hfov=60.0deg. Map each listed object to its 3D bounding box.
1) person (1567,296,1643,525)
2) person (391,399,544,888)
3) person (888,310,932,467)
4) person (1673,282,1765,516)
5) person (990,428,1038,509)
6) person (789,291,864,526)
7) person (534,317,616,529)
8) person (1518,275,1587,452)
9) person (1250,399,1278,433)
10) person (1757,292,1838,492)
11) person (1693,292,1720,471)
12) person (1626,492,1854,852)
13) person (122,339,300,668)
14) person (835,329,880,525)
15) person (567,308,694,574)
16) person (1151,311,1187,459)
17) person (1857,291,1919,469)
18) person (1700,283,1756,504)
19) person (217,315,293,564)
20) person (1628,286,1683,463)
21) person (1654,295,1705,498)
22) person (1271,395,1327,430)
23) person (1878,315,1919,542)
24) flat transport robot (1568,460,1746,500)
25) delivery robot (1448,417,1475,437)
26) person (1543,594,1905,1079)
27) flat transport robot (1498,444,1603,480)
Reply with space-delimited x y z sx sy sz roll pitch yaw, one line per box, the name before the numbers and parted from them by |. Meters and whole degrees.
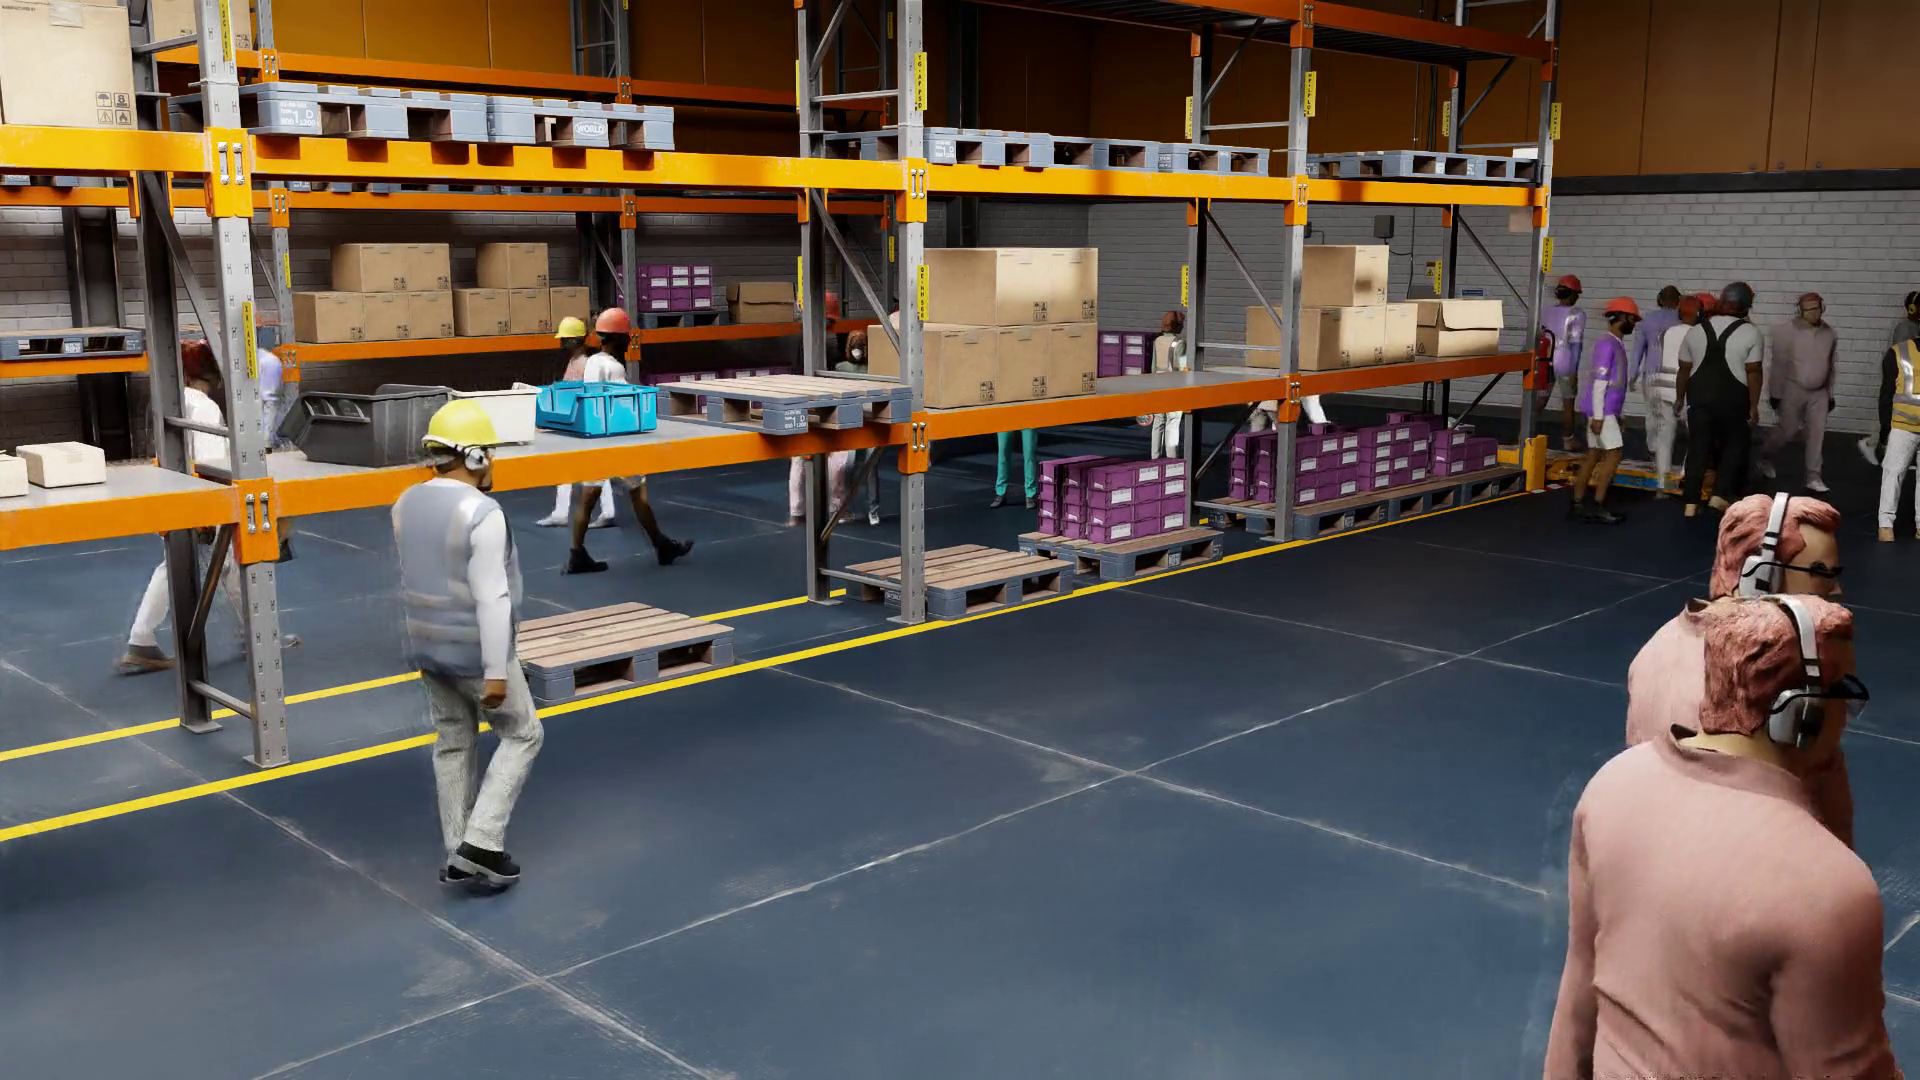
person | 5.414 -1.080 13.926 0.558 1.896 0.583 4 11 22
person | -1.807 0.393 6.115 0.589 1.815 0.419 7 12 33
person | -0.491 -1.706 17.260 0.644 1.917 0.583 3 11 17
person | 6.518 -1.219 14.292 0.612 2.000 0.805 -10 14 -43
person | 0.512 -1.145 14.639 0.526 1.768 0.331 2 11 13
person | -1.105 -1.081 13.795 0.740 1.943 0.613 -6 12 -31
person | -3.183 -0.932 13.558 0.763 1.738 0.549 -5 12 -25
person | 6.525 -1.918 18.285 1.027 1.988 0.631 -8 13 -37
person | 2.966 -1.241 15.596 0.513 1.610 0.702 10 14 43
person | 7.995 -1.421 15.841 0.668 1.884 0.756 -1 10 -7
person | 7.024 -1.361 15.516 0.754 1.904 0.619 -5 11 -25
person | 1.586 0.846 3.411 0.402 1.904 0.639 1 10 3
person | -4.283 -0.197 9.309 0.594 1.845 0.973 9 14 40
person | -0.838 -0.936 13.857 0.507 1.631 0.266 0 10 0
person | -2.429 -0.714 11.952 0.971 1.884 0.552 -8 13 -39
person | 2.146 -1.516 17.014 0.312 1.636 0.520 -6 12 -30
person | 9.657 -1.634 17.112 0.478 1.850 0.543 6 12 31
person | 6.860 -1.284 14.792 0.388 1.987 0.608 1 10 7
person | -5.158 -0.730 11.989 0.546 1.914 0.721 4 11 21
person | 7.446 -1.745 17.636 0.663 1.890 1.032 4 11 23
person | 6.619 -1.300 15.215 0.540 1.861 0.579 -5 12 -26
person | 3.700 -1.766 17.970 0.966 1.802 0.636 -7 13 -34
person | 7.533 -0.889 13.033 0.621 1.845 0.429 2 11 10
flat transport robot | 6.548 -0.584 15.659 0.652 0.197 1.431 -7 13 -35
delivery robot | 5.128 -1.149 17.710 0.477 0.478 0.707 -5 12 -28
person | 1.201 0.997 2.723 1.046 1.857 0.640 -1 10 -4
flat transport robot | 5.752 -0.804 16.858 0.652 0.197 1.431 -5 12 -27
